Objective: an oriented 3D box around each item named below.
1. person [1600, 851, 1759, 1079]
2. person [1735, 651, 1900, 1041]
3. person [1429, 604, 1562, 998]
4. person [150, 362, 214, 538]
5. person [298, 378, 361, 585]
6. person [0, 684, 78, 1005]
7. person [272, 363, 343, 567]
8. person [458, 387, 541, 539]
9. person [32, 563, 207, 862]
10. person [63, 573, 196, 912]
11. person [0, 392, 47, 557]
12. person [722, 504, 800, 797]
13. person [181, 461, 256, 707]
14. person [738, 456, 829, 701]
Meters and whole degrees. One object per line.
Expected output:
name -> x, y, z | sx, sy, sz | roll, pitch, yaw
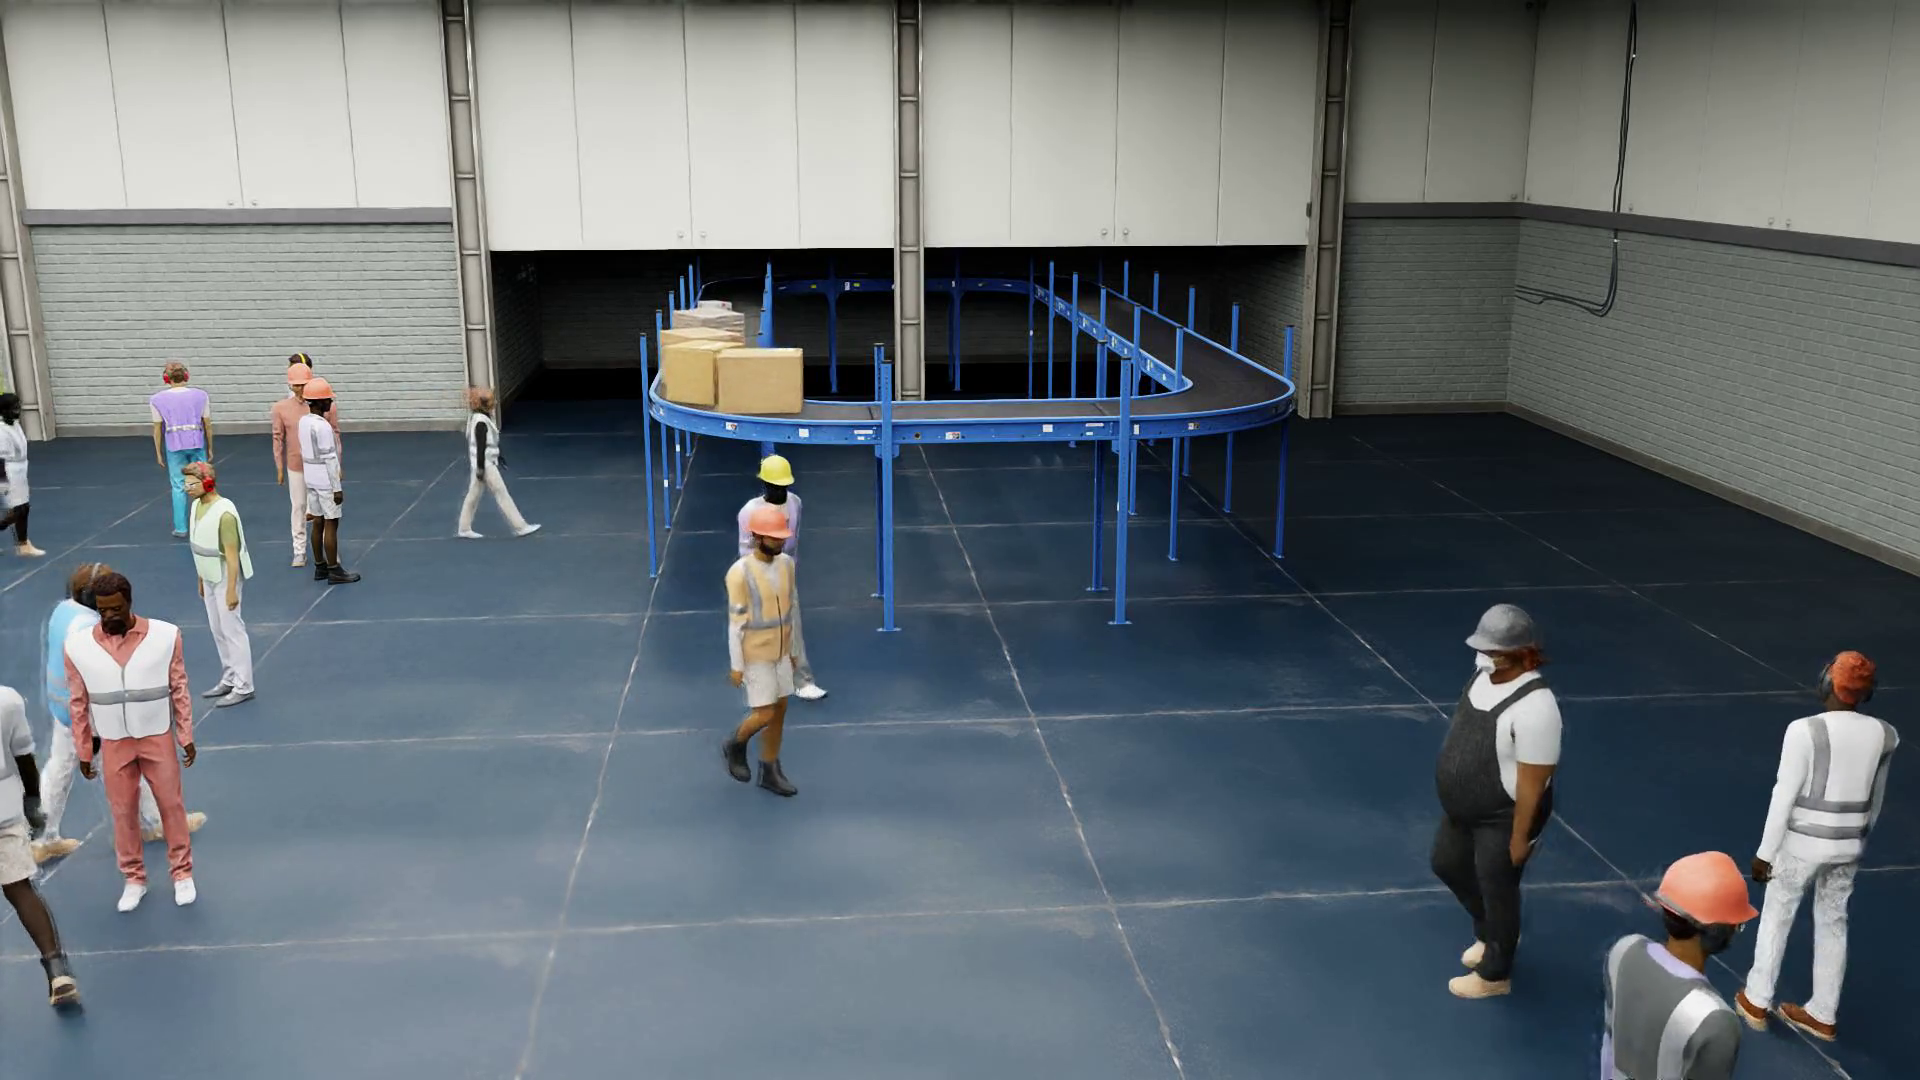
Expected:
person -> 2.210, 1.955, 5.374 | 0.673, 2.022, 0.608 | -3, 14, -10
person -> 4.015, 1.427, 7.832 | 0.663, 1.860, 0.523 | -2, 14, -6
person -> 2.581, 1.266, 8.088 | 0.535, 2.000, 0.698 | -2, 14, -8
person -> -8.059, -0.930, 17.308 | 0.561, 1.834, 0.393 | -10, 17, -34
person -> -5.932, -0.547, 15.553 | 0.545, 1.938, 0.359 | 13, 19, 42
person -> -4.695, 1.347, 8.027 | 0.906, 1.925, 0.614 | 11, 17, 36
person -> -6.329, -0.731, 16.173 | 0.623, 1.992, 0.396 | -5, 15, -21
person -> -4.851, -0.787, 17.214 | 0.859, 1.597, 0.516 | -4, 15, -16
person -> -5.065, 0.992, 9.739 | 0.731, 1.782, 0.936 | 14, 19, 43
person -> -4.510, 1.087, 9.087 | 0.597, 1.908, 0.407 | -5, 15, -21
person -> -9.389, -0.621, 16.376 | 0.450, 1.680, 0.539 | -3, 14, -13
person -> -1.249, 0.698, 10.596 | 0.488, 1.921, 0.569 | 11, 18, 36
person -> -5.479, 0.309, 12.345 | 0.569, 1.834, 0.399 | 13, 19, 42
person -> -1.369, 0.286, 12.347 | 0.597, 1.866, 0.987 | -13, 19, -41
